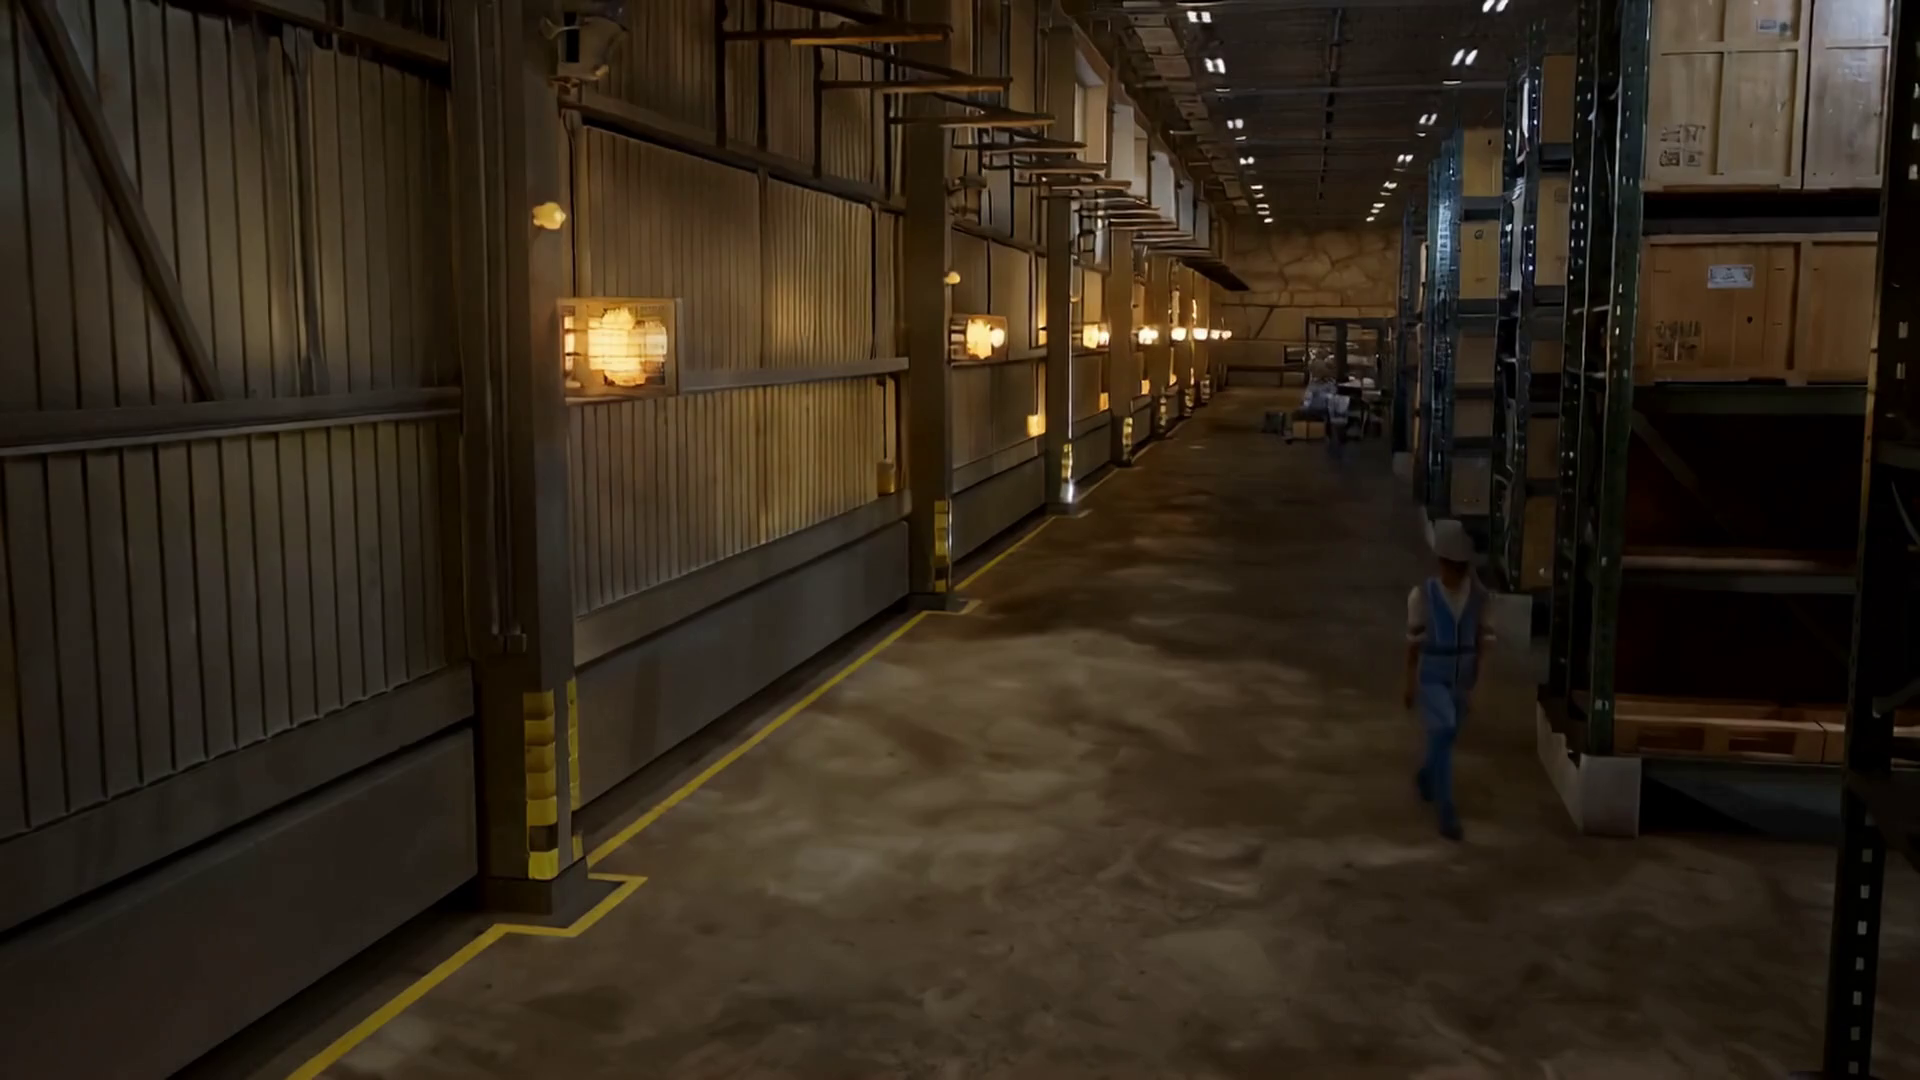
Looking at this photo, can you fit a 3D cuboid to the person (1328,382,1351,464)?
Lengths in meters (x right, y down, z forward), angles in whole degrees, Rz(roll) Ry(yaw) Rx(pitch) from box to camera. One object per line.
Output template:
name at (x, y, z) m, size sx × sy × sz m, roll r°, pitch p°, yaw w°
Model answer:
person at (8.956, -2.769, 39.321) m, size 0.606 × 1.937 × 0.417 m, roll -3°, pitch 8°, yaw -24°

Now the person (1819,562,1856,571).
person at (7.055, 0.483, 13.421) m, size 0.954 × 1.908 × 0.640 m, roll 1°, pitch 7°, yaw 9°

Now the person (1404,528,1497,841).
person at (3.090, 0.862, 10.535) m, size 0.558 × 1.918 × 0.982 m, roll 0°, pitch 7°, yaw -3°

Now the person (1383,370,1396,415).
person at (15.995, -5.513, 61.763) m, size 0.811 × 1.810 × 0.591 m, roll 0°, pitch 7°, yaw 3°
